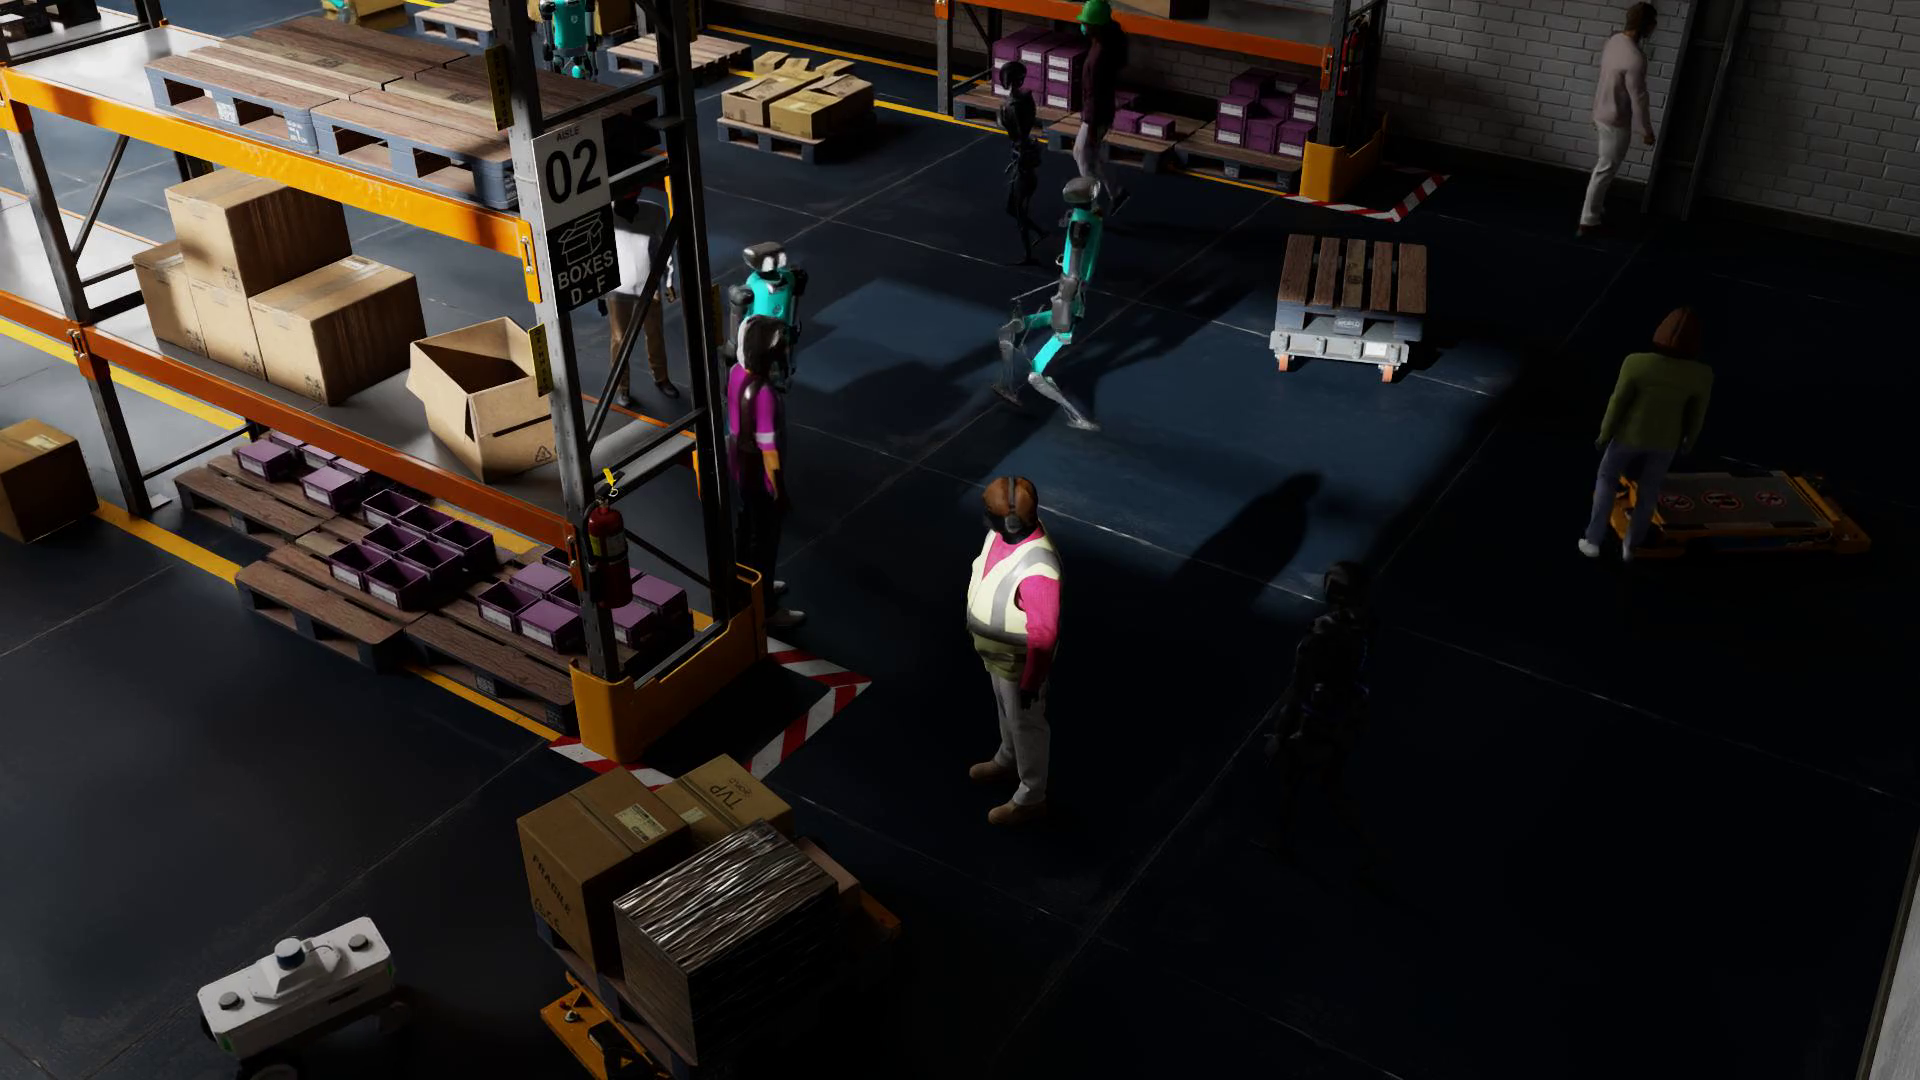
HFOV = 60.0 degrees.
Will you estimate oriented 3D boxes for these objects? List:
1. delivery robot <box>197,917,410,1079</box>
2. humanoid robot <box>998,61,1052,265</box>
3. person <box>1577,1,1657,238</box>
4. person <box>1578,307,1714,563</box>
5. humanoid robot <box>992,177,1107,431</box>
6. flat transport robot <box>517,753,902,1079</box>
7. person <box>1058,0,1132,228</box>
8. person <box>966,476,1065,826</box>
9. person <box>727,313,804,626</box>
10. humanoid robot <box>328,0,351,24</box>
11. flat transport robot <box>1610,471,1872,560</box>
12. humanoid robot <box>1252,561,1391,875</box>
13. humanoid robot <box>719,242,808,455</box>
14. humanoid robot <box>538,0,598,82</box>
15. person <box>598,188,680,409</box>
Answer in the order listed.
[{"bbox_3d":[-2.676,1.868,6.743,0.798,0.598,0.499,-22,39,-30],"label":"delivery robot"},{"bbox_3d":[0.527,-2.964,13.146,0.475,1.644,0.612,-2,33,-3],"label":"humanoid robot"},{"bbox_3d":[5.402,-3.418,13.602,0.459,1.932,0.646,2,33,3],"label":"person"},{"bbox_3d":[3.928,-0.575,9.510,0.550,1.625,0.331,7,34,11],"label":"person"},{"bbox_3d":[0.510,-1.547,10.952,0.981,1.778,0.532,9,34,13],"label":"humanoid robot"},{"bbox_3d":[-0.999,1.806,7.097,1.431,0.231,0.659,-26,41,-34],"label":"flat transport robot"},{"bbox_3d":[1.126,-3.484,13.695,0.504,1.939,0.508,6,34,10],"label":"person"},{"bbox_3d":[0.243,0.506,7.656,0.429,1.840,0.630,-8,34,-11],"label":"person"},{"bbox_3d":[-1.068,-0.378,9.020,0.354,1.840,0.513,-12,35,-18],"label":"person"},{"bbox_3d":[-6.908,-6.121,17.950,0.795,1.791,0.560,-19,38,-27],"label":"humanoid robot"},{"bbox_3d":[4.686,-0.152,10.106,1.431,0.231,0.659,-1,33,-2],"label":"flat transport robot"},{"bbox_3d":[1.649,0.835,7.320,0.583,1.640,0.618,-25,41,-33],"label":"humanoid robot"},{"bbox_3d":[-1.325,-1.039,10.147,0.542,1.781,0.868,-28,42,-36],"label":"humanoid robot"},{"bbox_3d":[-3.597,-4.296,15.007,0.533,1.677,0.735,-26,41,-33],"label":"humanoid robot"},{"bbox_3d":[-2.174,-1.699,11.140,0.578,1.739,0.380,-16,36,-23],"label":"person"}]
